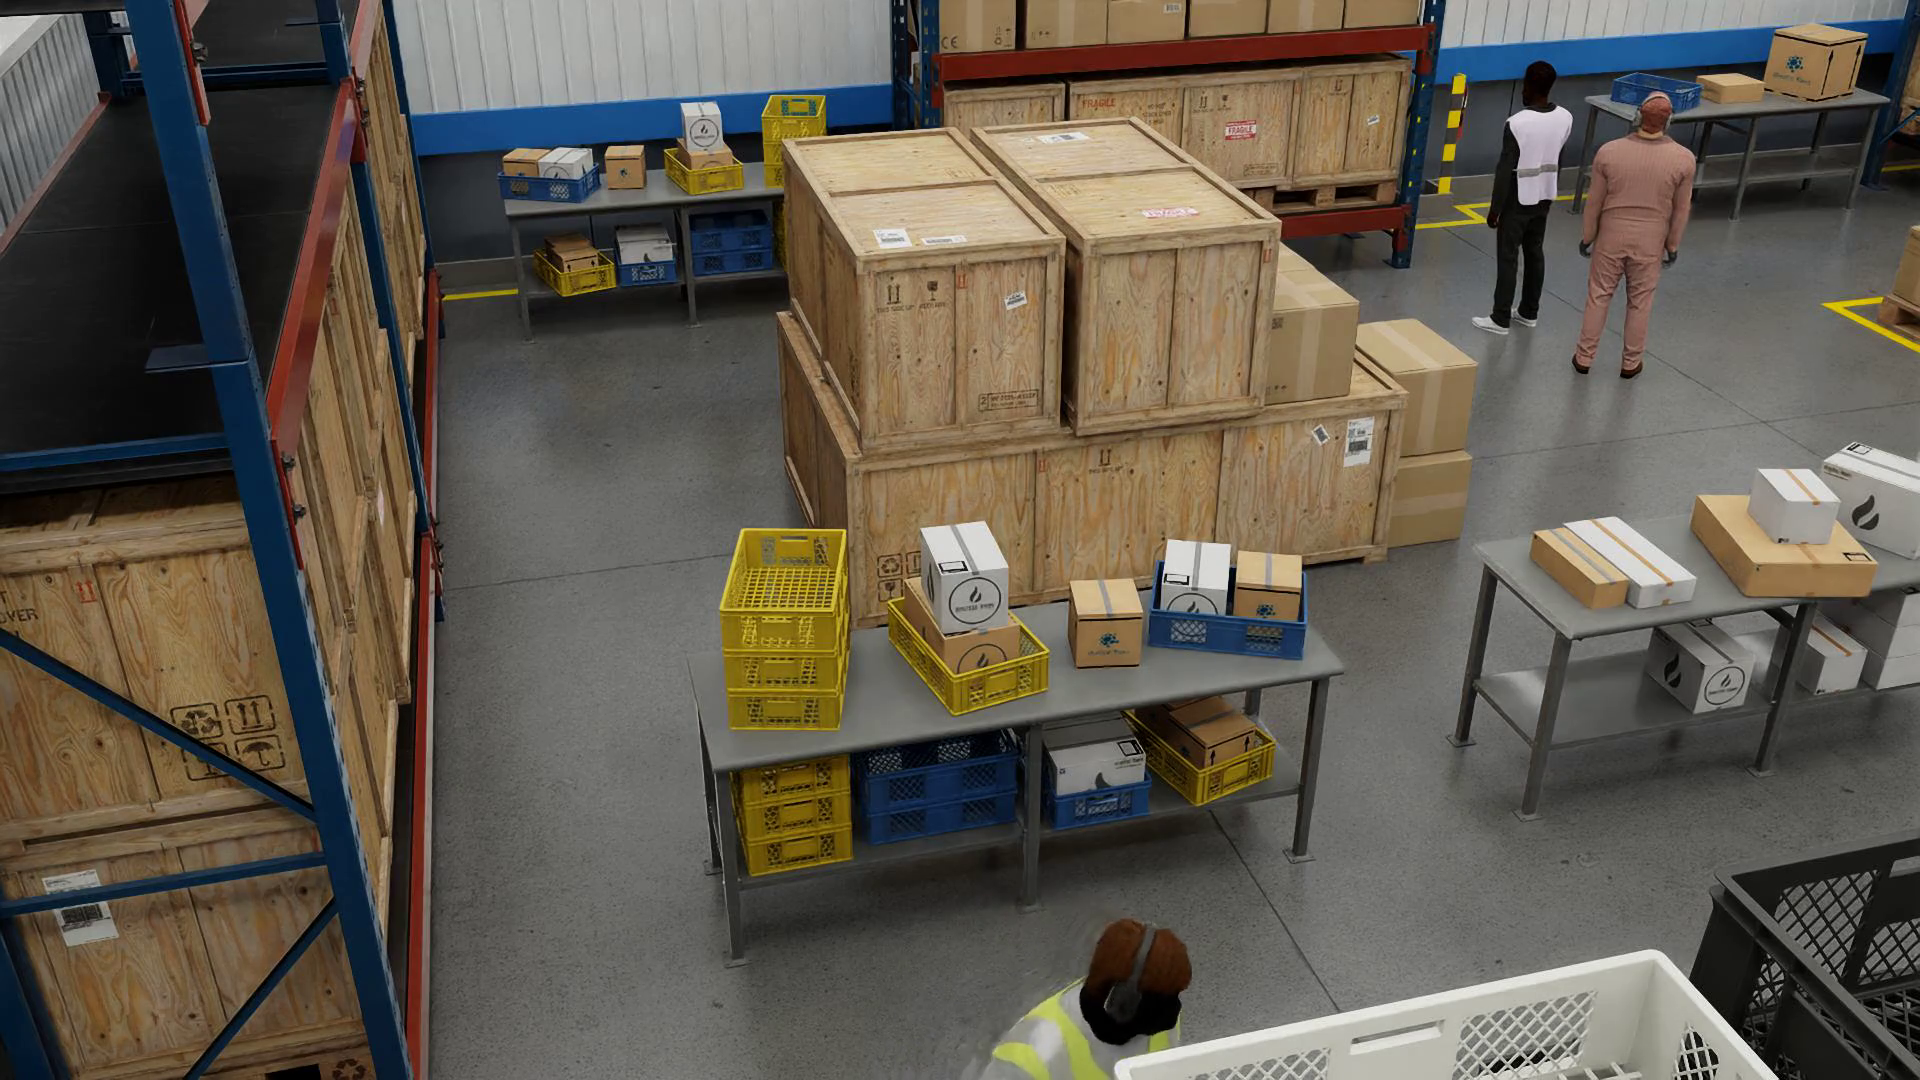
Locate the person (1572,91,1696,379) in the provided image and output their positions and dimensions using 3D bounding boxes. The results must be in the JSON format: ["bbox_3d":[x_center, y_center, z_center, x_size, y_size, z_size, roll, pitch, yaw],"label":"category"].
[{"bbox_3d":[4.460,-2.011,11.050,0.650,1.913,0.409,11,31,18],"label":"person"}]

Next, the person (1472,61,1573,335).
[{"bbox_3d":[4.011,-2.409,11.781,0.584,1.910,0.389,-16,33,-26],"label":"person"}]

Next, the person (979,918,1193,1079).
[{"bbox_3d":[0.329,1.744,4.371,0.924,1.779,0.692,24,37,36],"label":"person"}]
